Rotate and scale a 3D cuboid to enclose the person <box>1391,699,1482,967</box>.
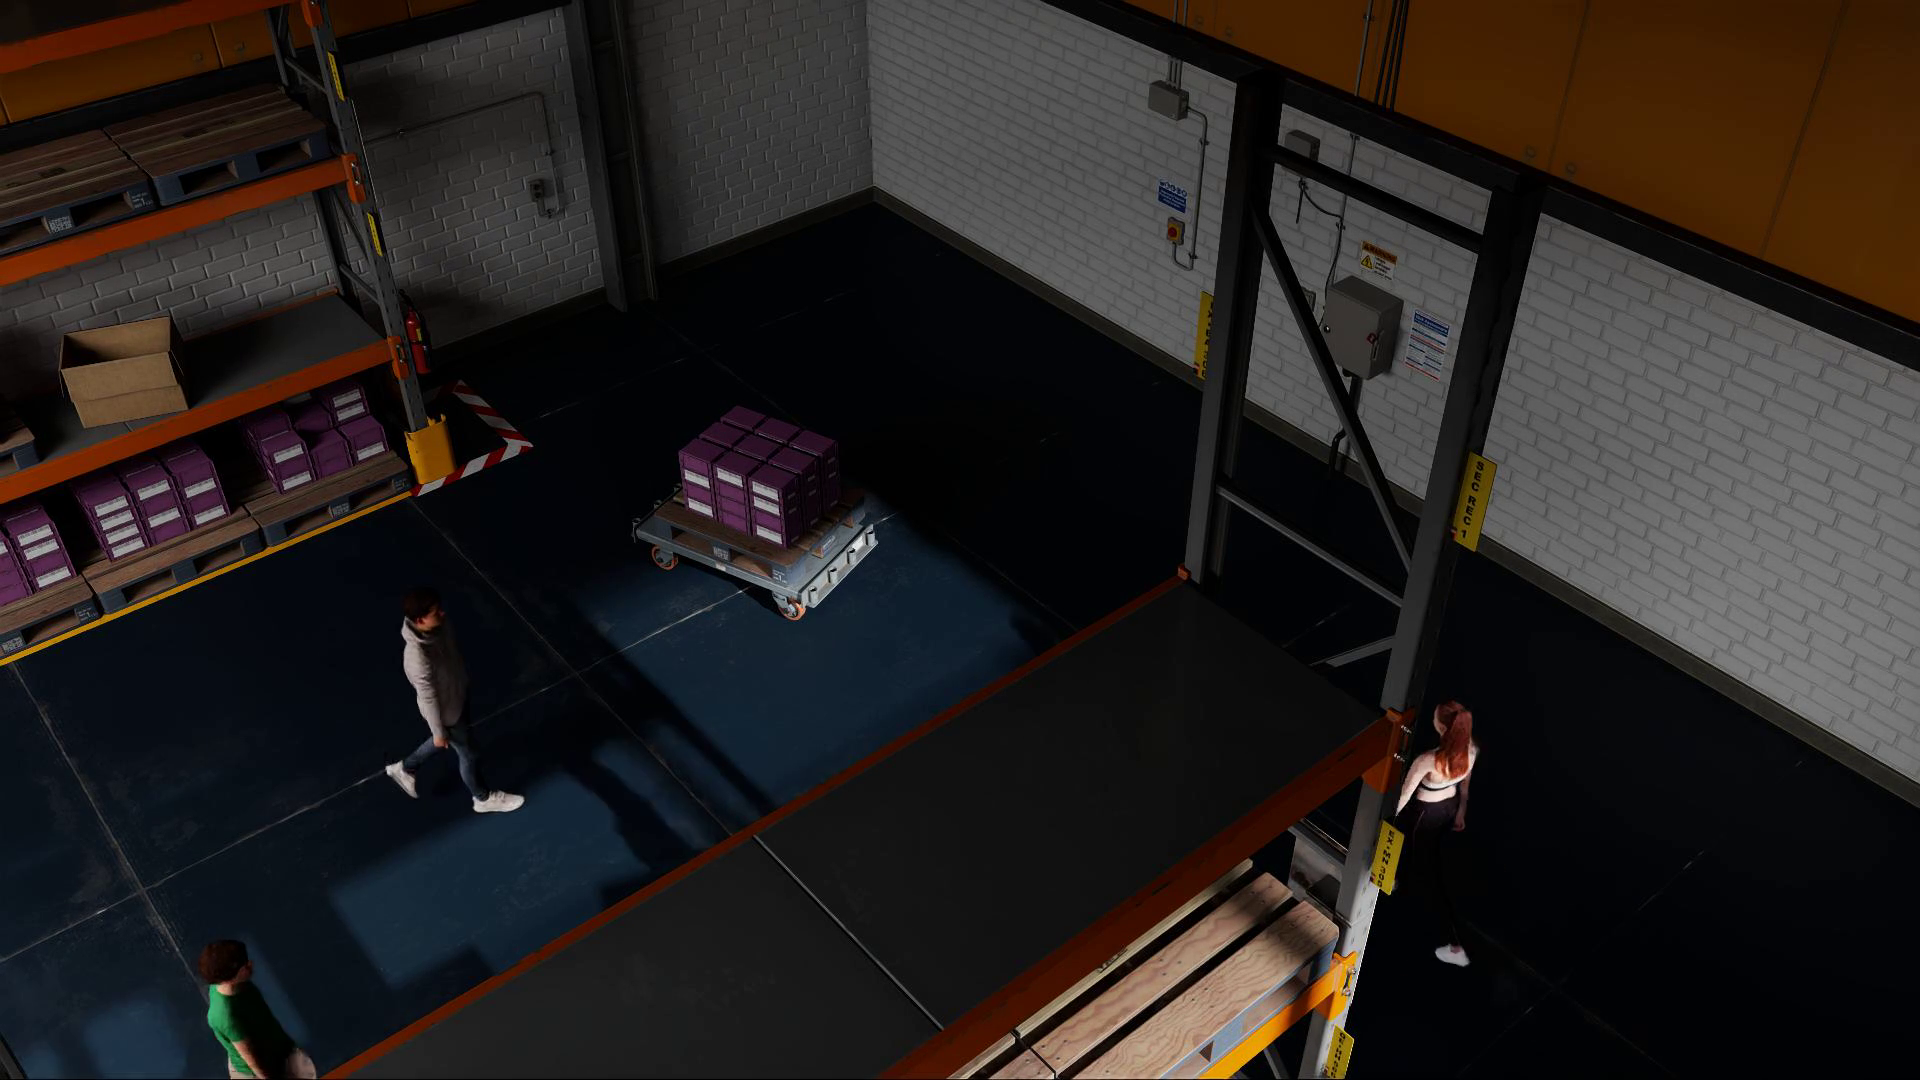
[{"bbox_3d":[2.722,1.659,9.385,1.196,1.703,0.874,-17,42,-20],"label":"person"}]

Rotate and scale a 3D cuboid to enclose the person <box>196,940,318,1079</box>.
[{"bbox_3d":[-3.574,2.604,8.266,1.148,1.623,0.910,-8,39,-9],"label":"person"}]

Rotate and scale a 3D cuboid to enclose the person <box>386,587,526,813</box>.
[{"bbox_3d":[-3.209,0.990,10.114,1.170,1.839,1.035,-2,39,-3],"label":"person"}]
